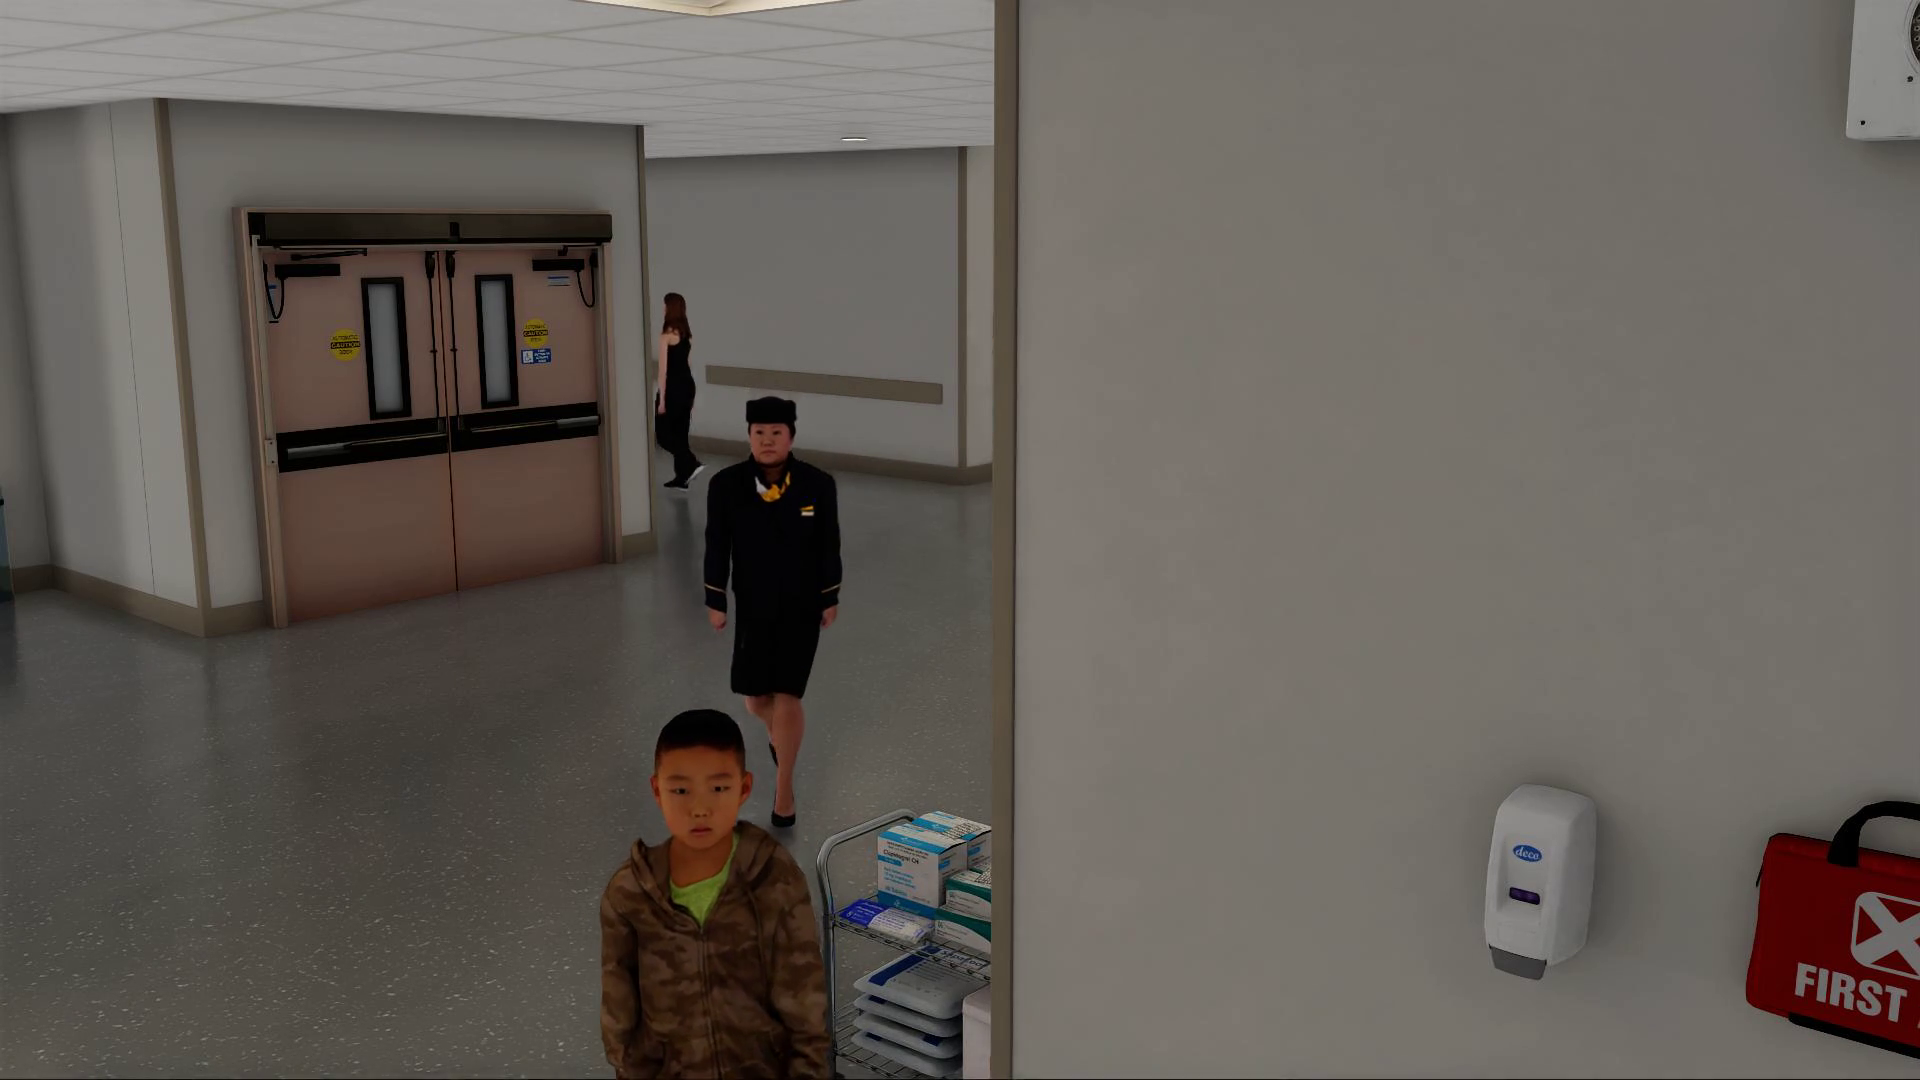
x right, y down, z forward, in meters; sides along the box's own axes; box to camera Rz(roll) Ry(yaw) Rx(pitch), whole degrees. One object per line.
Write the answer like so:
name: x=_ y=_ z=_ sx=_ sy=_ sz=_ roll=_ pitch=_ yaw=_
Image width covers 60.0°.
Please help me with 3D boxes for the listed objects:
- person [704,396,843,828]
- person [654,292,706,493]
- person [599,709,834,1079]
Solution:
person: x=-0.709 y=0.268 z=6.564 sx=0.985 sy=1.654 sz=1.059 roll=0 pitch=11 yaw=-1
person: x=-2.384 y=-1.263 z=14.418 sx=0.718 sy=1.735 sz=0.719 roll=6 pitch=12 yaw=30
person: x=-0.456 y=1.027 z=3.203 sx=0.995 sy=1.417 sz=1.006 roll=-2 pitch=11 yaw=-10
